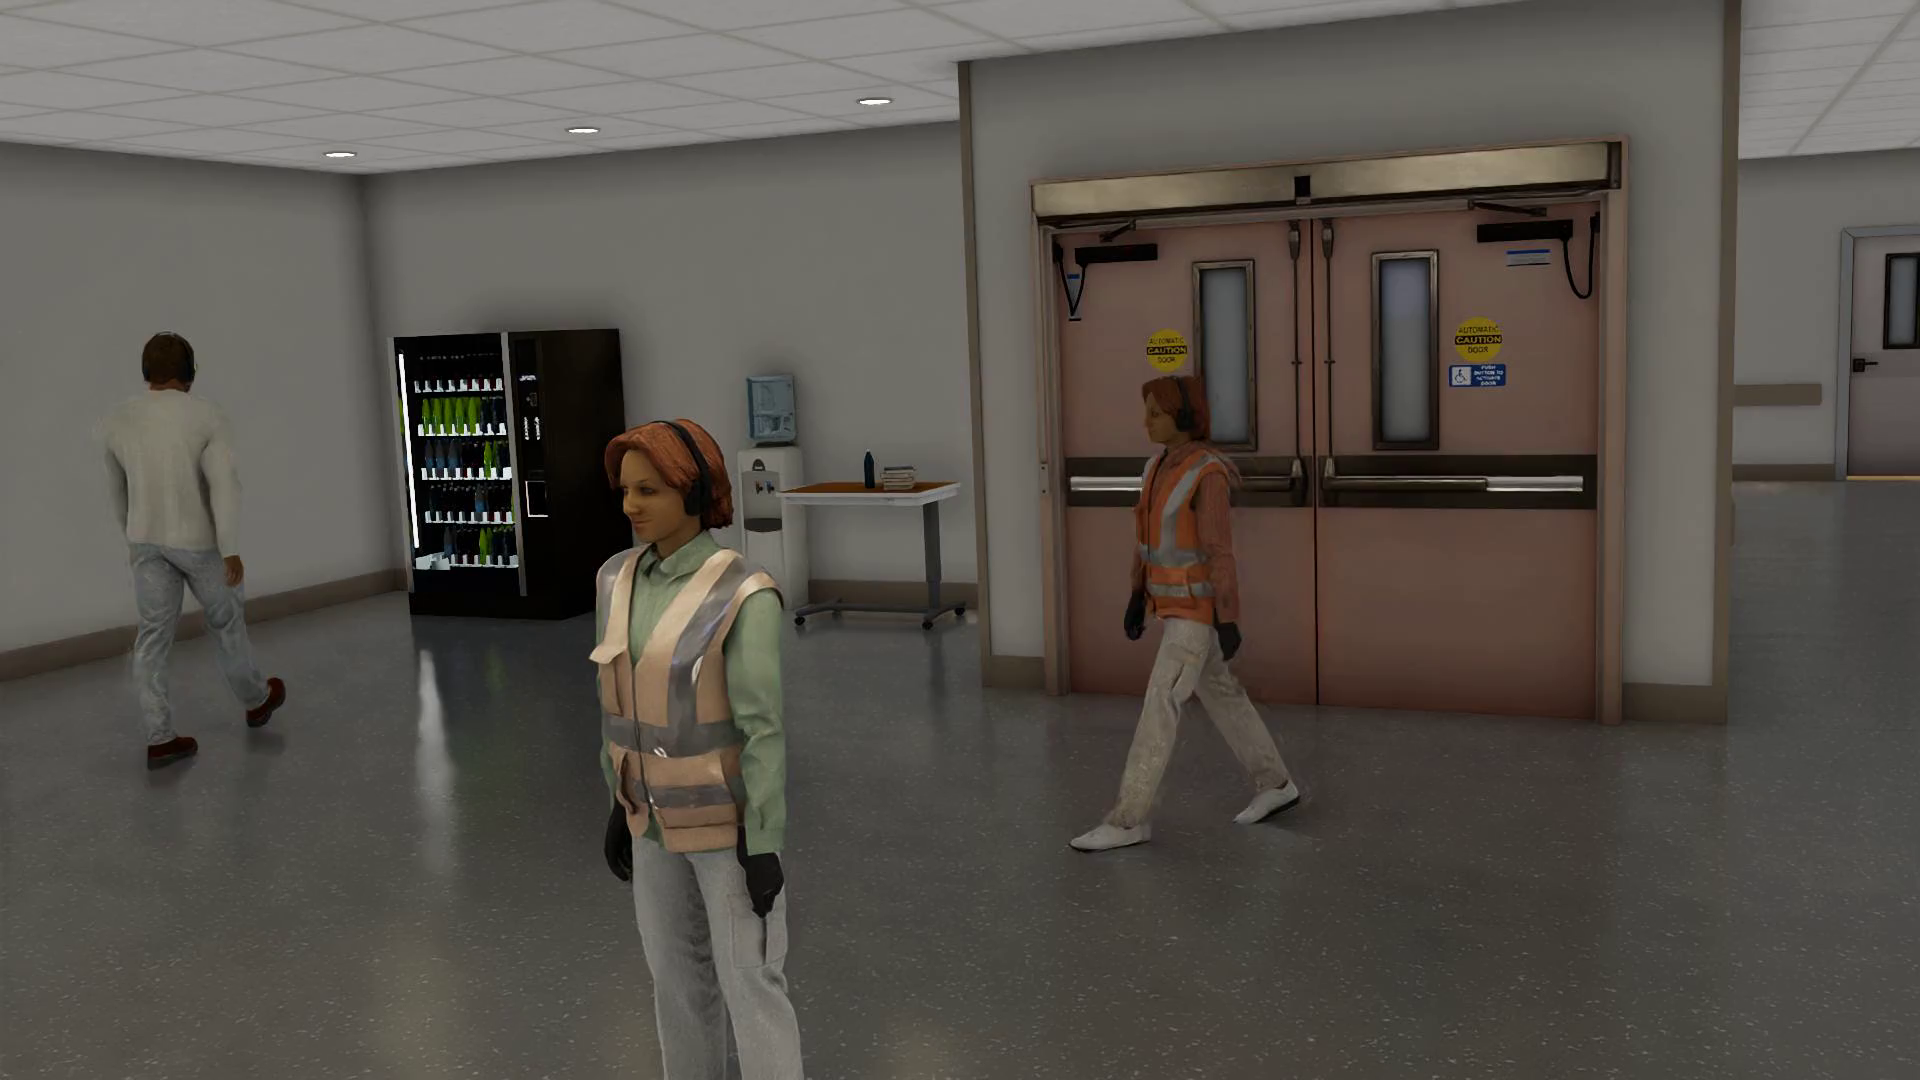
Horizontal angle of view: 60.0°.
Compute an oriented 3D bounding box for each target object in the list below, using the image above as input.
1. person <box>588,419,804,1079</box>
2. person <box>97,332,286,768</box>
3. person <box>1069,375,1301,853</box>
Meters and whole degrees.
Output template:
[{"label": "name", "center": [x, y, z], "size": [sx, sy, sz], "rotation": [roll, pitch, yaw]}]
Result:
[{"label": "person", "center": [-0.515, 0.575, 3.292], "size": [0.508, 1.629, 0.315], "rotation": [4, 10, 42]}, {"label": "person", "center": [-3.491, 0.012, 7.541], "size": [0.658, 1.885, 1.001], "rotation": [-2, 7, 4]}, {"label": "person", "center": [0.780, 0.233, 5.661], "size": [0.877, 1.595, 0.524], "rotation": [-4, 8, -13]}]
